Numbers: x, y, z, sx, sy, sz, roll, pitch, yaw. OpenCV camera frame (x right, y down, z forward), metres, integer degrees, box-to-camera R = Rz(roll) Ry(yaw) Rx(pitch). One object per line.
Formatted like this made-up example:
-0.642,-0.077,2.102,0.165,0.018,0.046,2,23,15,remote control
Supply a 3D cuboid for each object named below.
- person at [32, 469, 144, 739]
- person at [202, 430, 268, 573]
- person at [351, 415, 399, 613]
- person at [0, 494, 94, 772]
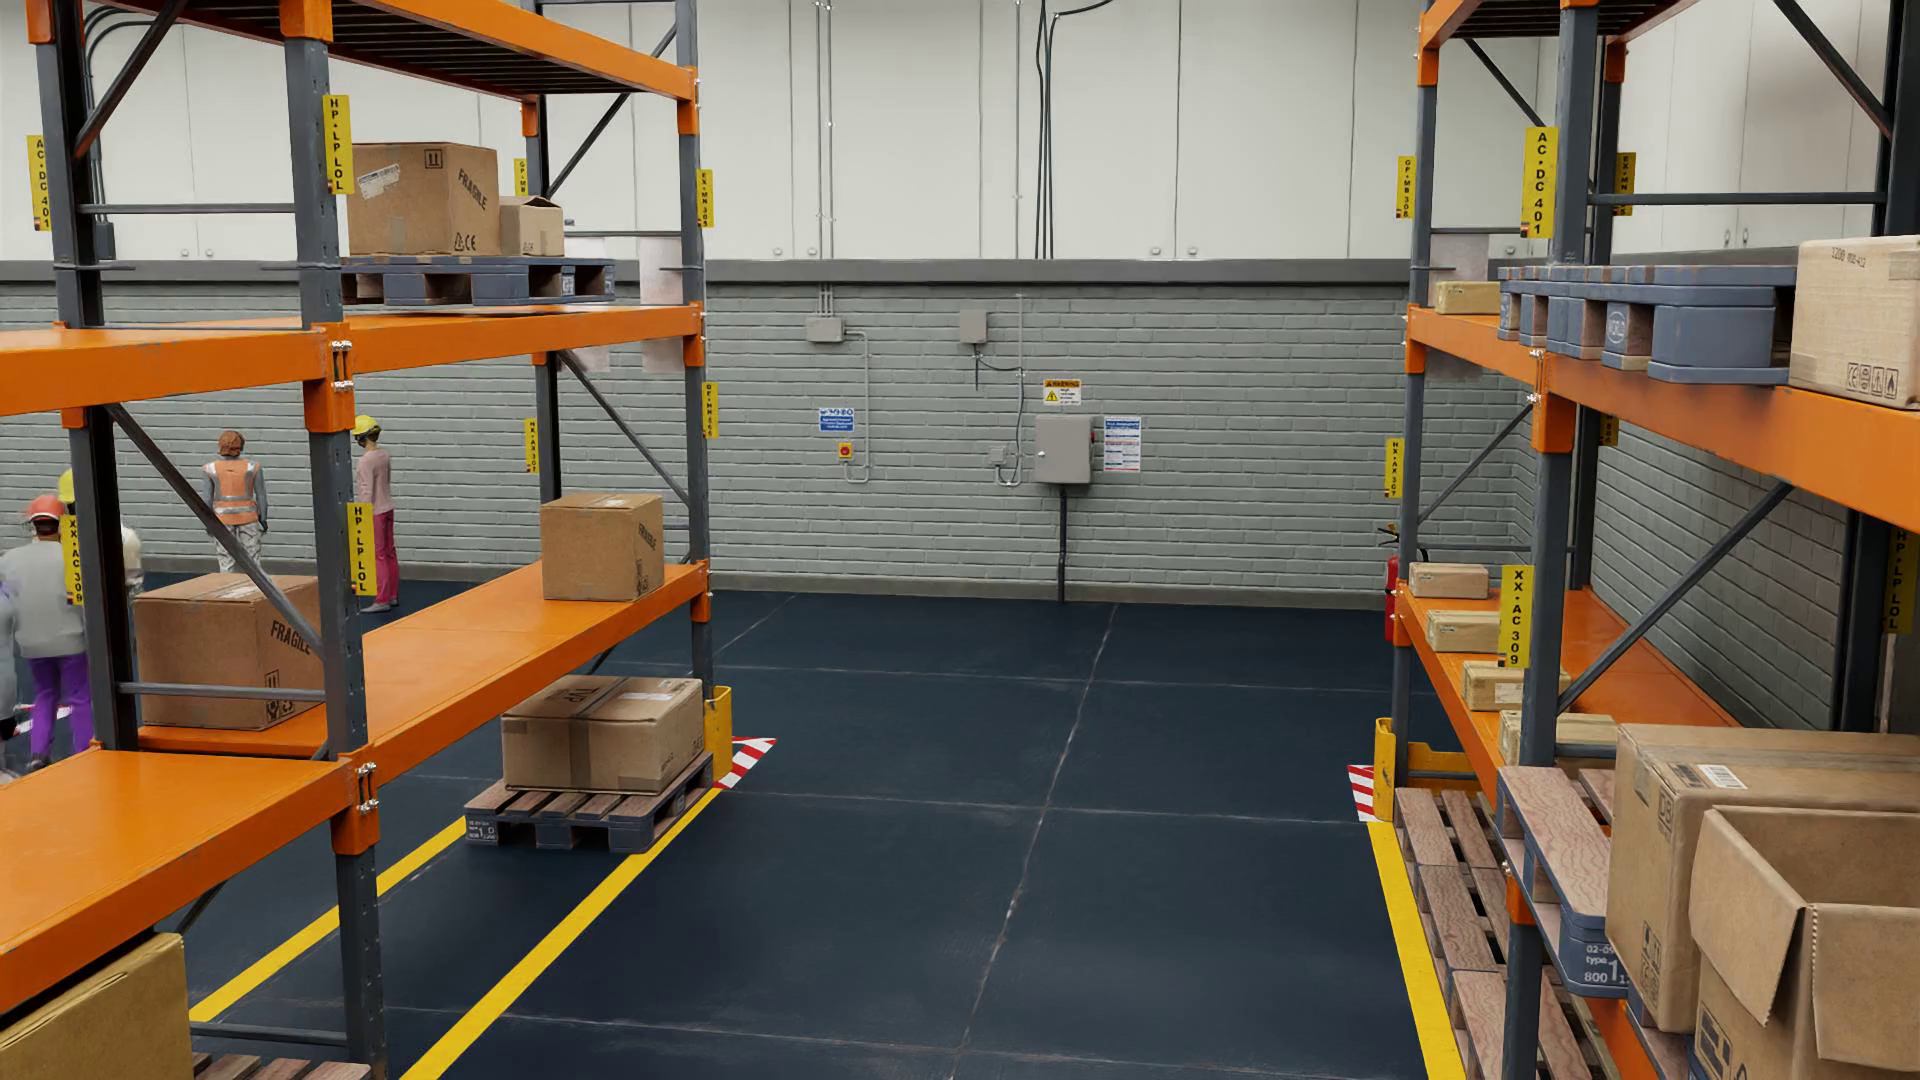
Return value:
-5.202,0.480,10.001,0.581,1.886,0.975,-1,9,-6,person
-6.367,-0.147,14.636,0.525,1.639,0.307,-3,10,-20,person
-5.213,-0.229,14.780,0.327,1.761,0.522,1,9,3,person
-5.317,0.591,9.803,0.579,1.729,0.423,-1,9,-3,person
